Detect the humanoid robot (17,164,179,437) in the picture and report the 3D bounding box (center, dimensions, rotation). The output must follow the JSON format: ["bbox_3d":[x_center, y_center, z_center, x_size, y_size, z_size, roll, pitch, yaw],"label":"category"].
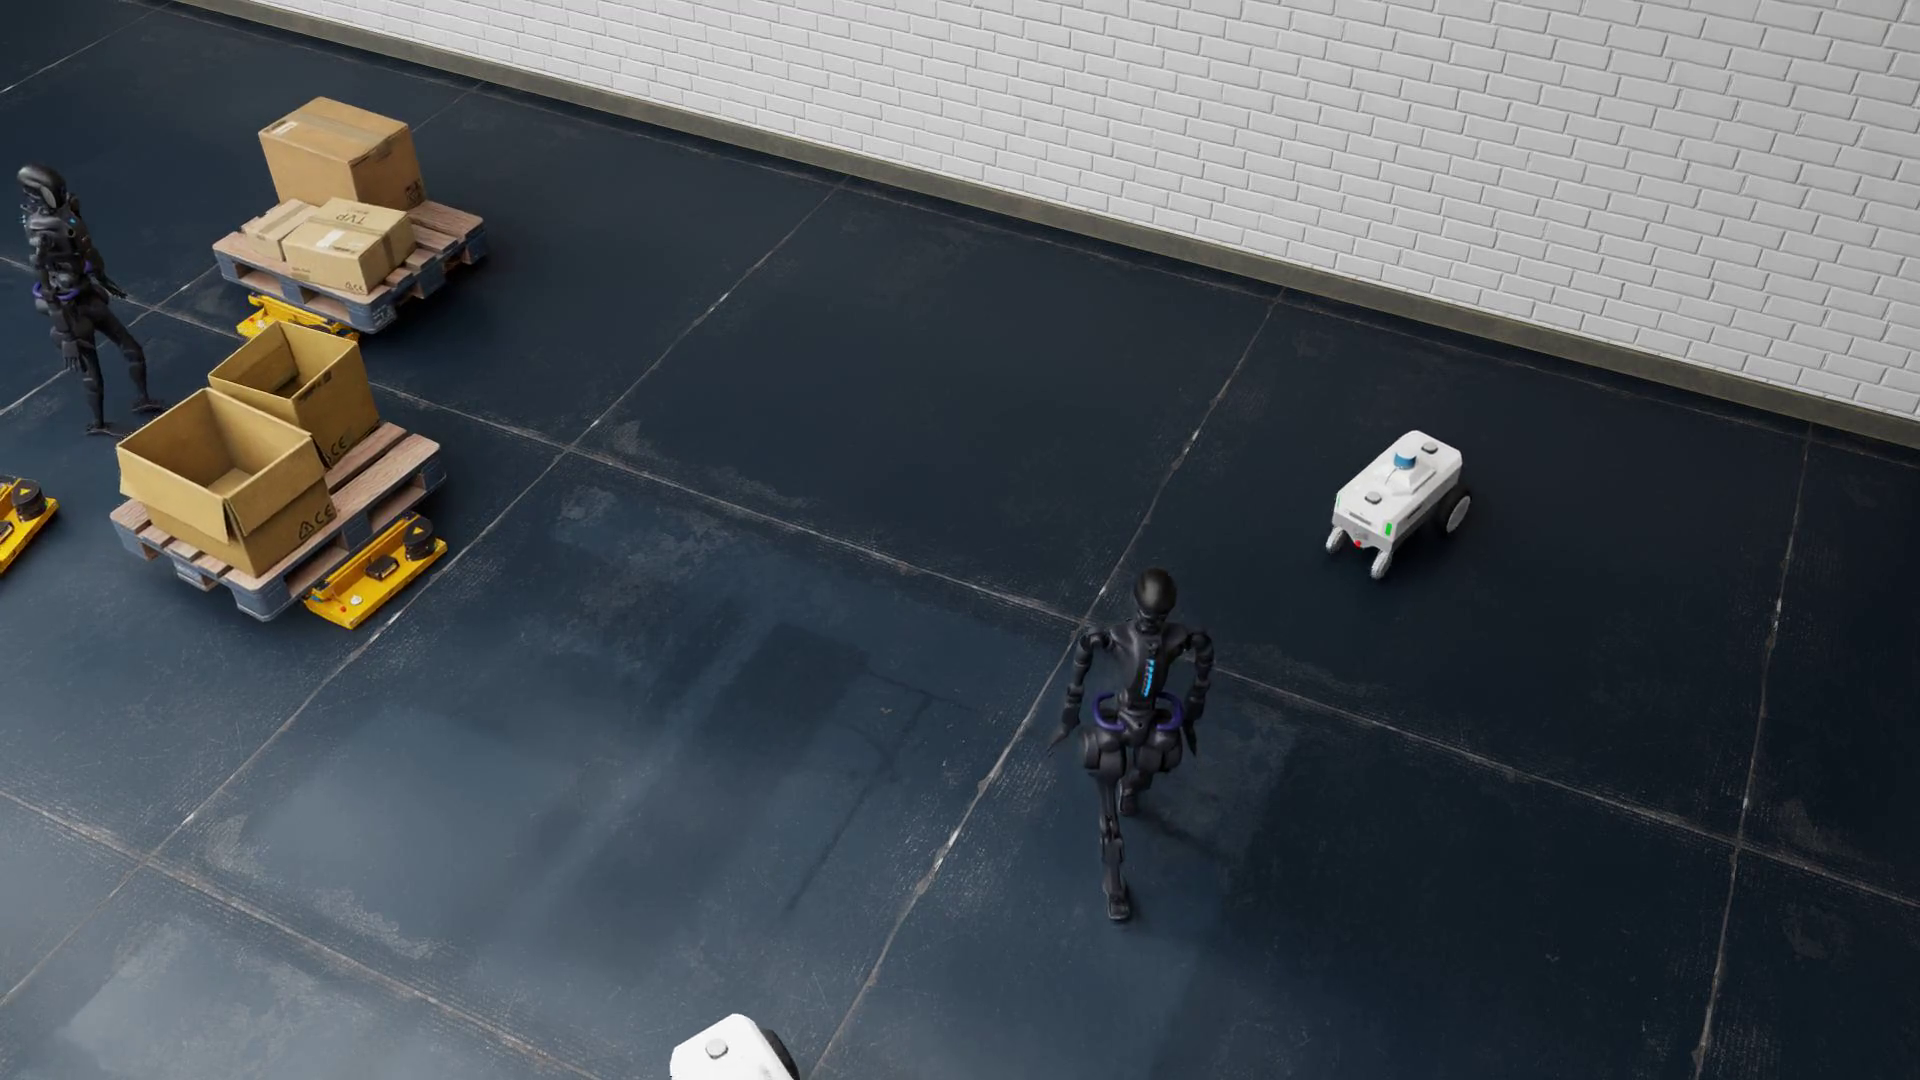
[{"bbox_3d":[-4.539,-1.217,8.543,0.432,1.633,0.615,-2,43,-2],"label":"humanoid robot"}]

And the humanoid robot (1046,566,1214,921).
[{"bbox_3d":[0.645,0.722,6.476,0.609,1.631,0.786,-2,43,-2],"label":"humanoid robot"}]

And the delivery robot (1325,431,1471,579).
[{"bbox_3d":[2.181,-0.218,8.286,0.499,0.603,0.803,32,52,30],"label":"delivery robot"}]

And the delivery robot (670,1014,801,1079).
[{"bbox_3d":[-0.725,2.048,5.844,0.499,0.606,0.796,-25,49,-25],"label":"delivery robot"}]

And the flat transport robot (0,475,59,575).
[{"bbox_3d":[-5.384,-0.086,8.349,1.431,0.231,0.659,6,43,7],"label":"flat transport robot"}]

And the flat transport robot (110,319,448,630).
[{"bbox_3d":[-3.336,-0.056,8.315,1.431,0.231,0.659,22,47,22],"label":"flat transport robot"}]

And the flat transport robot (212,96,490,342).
[{"bbox_3d":[-3.558,-1.567,9.946,0.659,0.231,1.431,21,47,21],"label":"flat transport robot"}]
